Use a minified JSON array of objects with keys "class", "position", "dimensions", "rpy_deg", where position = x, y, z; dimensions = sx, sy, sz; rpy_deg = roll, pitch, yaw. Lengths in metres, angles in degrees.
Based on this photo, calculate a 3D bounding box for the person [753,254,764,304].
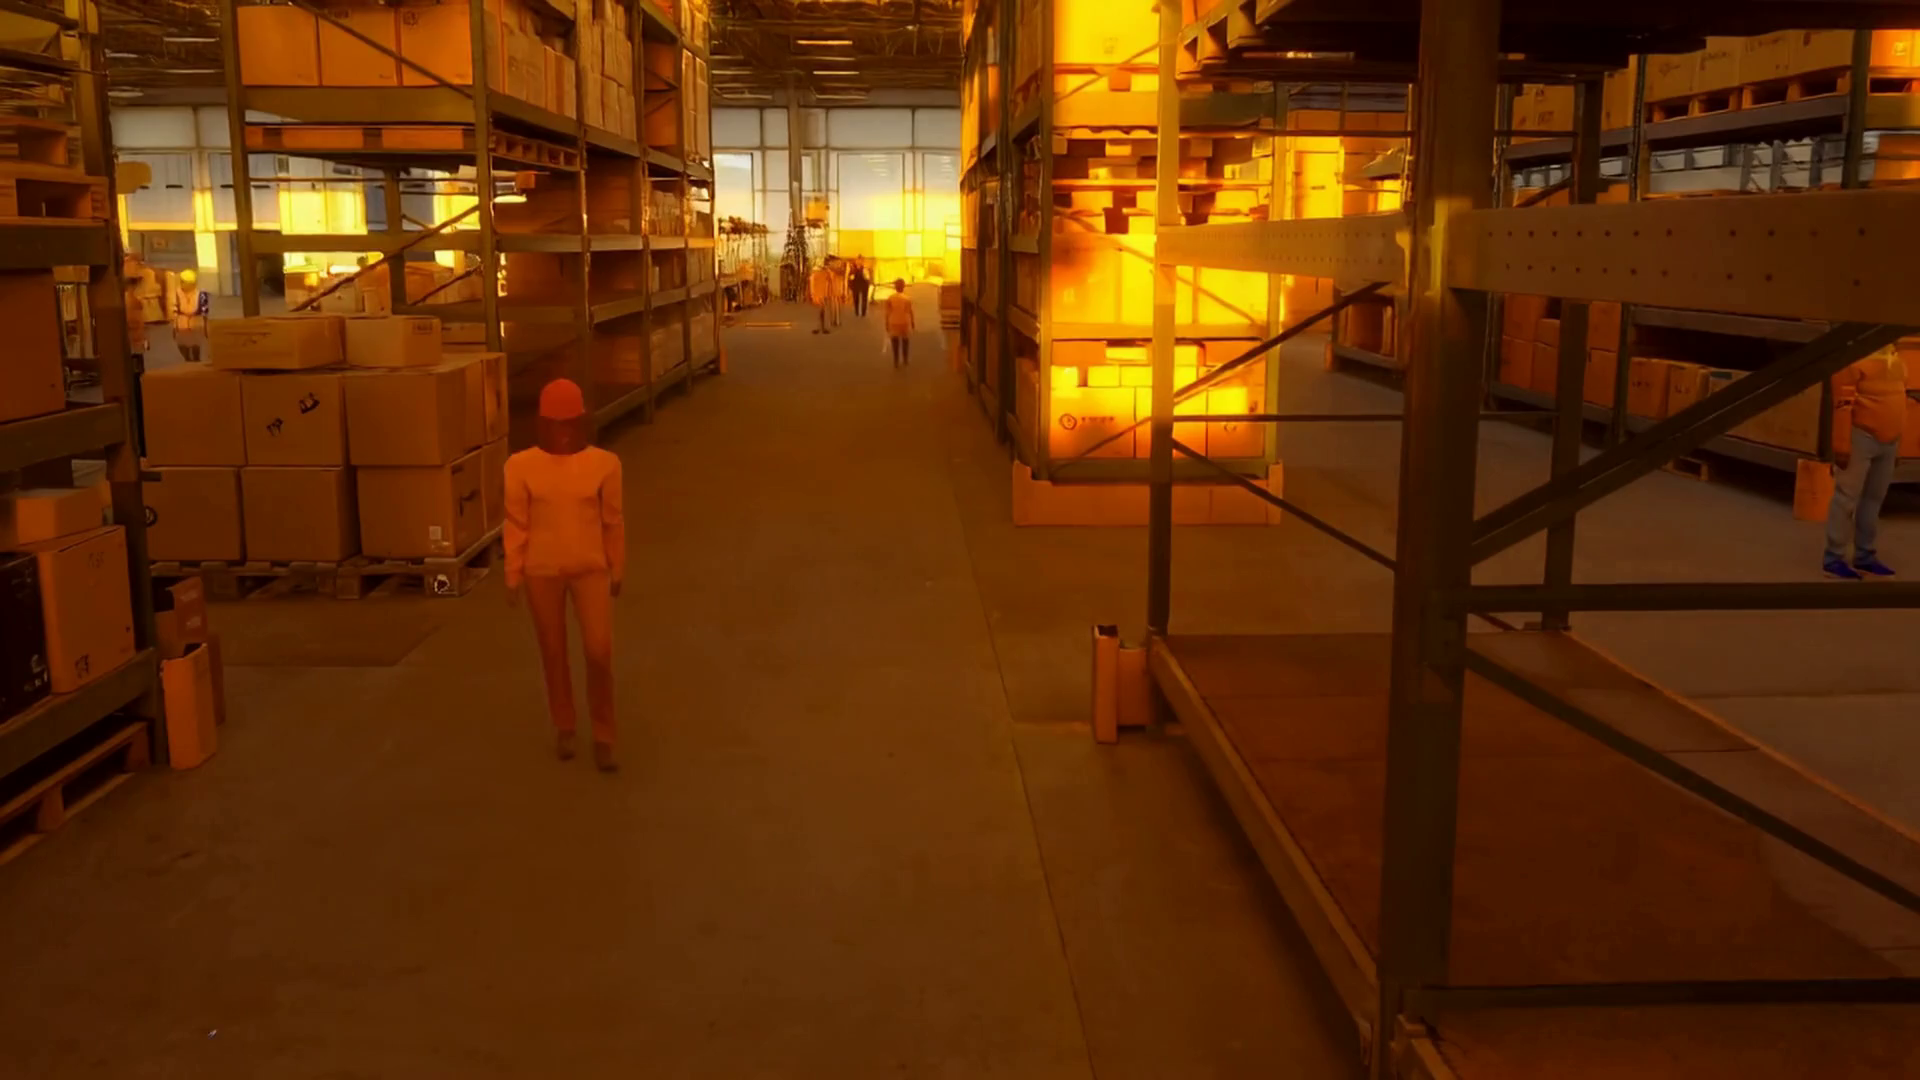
[{"class":"person","position":[-7.579,-9.860,62.838],"dimensions":[0.607,1.894,0.630],"rpy_deg":[10,14,43]}]

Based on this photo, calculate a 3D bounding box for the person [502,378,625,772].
[{"class":"person","position":[-1.744,0.164,7.363],"dimensions":[0.537,1.743,0.687],"rpy_deg":[-2,10,-12]}]

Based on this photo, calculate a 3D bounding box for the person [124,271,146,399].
[{"class":"person","position":[-12.333,-2.997,24.547],"dimensions":[0.547,1.917,0.809],"rpy_deg":[-1,10,-5]}]

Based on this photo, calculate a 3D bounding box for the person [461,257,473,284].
[{"class":"person","position":[-17.367,-9.105,58.829],"dimensions":[0.684,1.817,0.652],"rpy_deg":[-1,10,-5]}]

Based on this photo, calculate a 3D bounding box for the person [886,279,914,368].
[{"class":"person","position":[-1.122,-4.037,31.007],"dimensions":[0.537,1.653,0.857],"rpy_deg":[1,10,3]}]

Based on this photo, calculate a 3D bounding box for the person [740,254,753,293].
[{"class":"person","position":[-7.935,-9.690,61.833],"dimensions":[0.509,1.902,0.643],"rpy_deg":[2,10,11]}]

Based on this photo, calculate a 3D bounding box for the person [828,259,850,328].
[{"class":"person","position":[-3.356,-6.765,45.608],"dimensions":[0.643,1.886,1.075],"rpy_deg":[-1,10,-6]}]

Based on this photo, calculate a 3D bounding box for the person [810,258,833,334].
[{"class":"person","position":[-3.526,-6.196,42.272],"dimensions":[0.627,1.936,0.377],"rpy_deg":[3,11,18]}]

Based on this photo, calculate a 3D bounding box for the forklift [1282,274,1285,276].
[{"class":"forklift","position":[12.135,-10.836,65.485],"dimensions":[1.129,2.768,1.873],"rpy_deg":[0,10,-2]}]

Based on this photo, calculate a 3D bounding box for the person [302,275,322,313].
[{"class":"person","position":[-13.693,-4.774,35.177],"dimensions":[0.312,1.638,0.512],"rpy_deg":[5,11,24]}]

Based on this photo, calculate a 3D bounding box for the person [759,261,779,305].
[{"class":"person","position":[-7.158,-9.503,61.485],"dimensions":[0.842,1.663,0.540],"rpy_deg":[-1,10,-6]}]

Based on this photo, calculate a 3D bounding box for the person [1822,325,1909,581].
[{"class":"person","position":[6.339,-0.666,11.577],"dimensions":[0.642,1.900,0.400],"rpy_deg":[-4,11,-23]}]

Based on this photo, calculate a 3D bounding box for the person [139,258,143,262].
[{"class":"person","position":[-24.195,-7.412,49.246],"dimensions":[0.991,1.877,0.613],"rpy_deg":[2,10,11]}]

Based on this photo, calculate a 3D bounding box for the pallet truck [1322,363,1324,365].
[{"class":"pallet truck","position":[7.712,-4.157,30.737],"dimensions":[1.885,1.965,0.823],"rpy_deg":[3,11,16]}]

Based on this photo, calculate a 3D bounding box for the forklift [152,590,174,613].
[{"class":"forklift","position":[-5.858,-0.811,9.639],"dimensions":[1.873,2.768,1.129],"rpy_deg":[-1,10,-3]}]

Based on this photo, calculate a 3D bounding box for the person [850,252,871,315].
[{"class":"person","position":[-3.188,-8.222,53.262],"dimensions":[0.687,2.000,0.891],"rpy_deg":[-1,10,-3]}]

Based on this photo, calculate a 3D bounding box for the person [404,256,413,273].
[{"class":"person","position":[-17.680,-8.127,53.210],"dimensions":[0.521,1.873,0.335],"rpy_deg":[5,12,28]}]

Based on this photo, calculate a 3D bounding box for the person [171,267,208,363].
[{"class":"person","position":[-12.742,-3.549,27.552],"dimensions":[0.559,1.927,0.523],"rpy_deg":[-2,10,-9]}]
